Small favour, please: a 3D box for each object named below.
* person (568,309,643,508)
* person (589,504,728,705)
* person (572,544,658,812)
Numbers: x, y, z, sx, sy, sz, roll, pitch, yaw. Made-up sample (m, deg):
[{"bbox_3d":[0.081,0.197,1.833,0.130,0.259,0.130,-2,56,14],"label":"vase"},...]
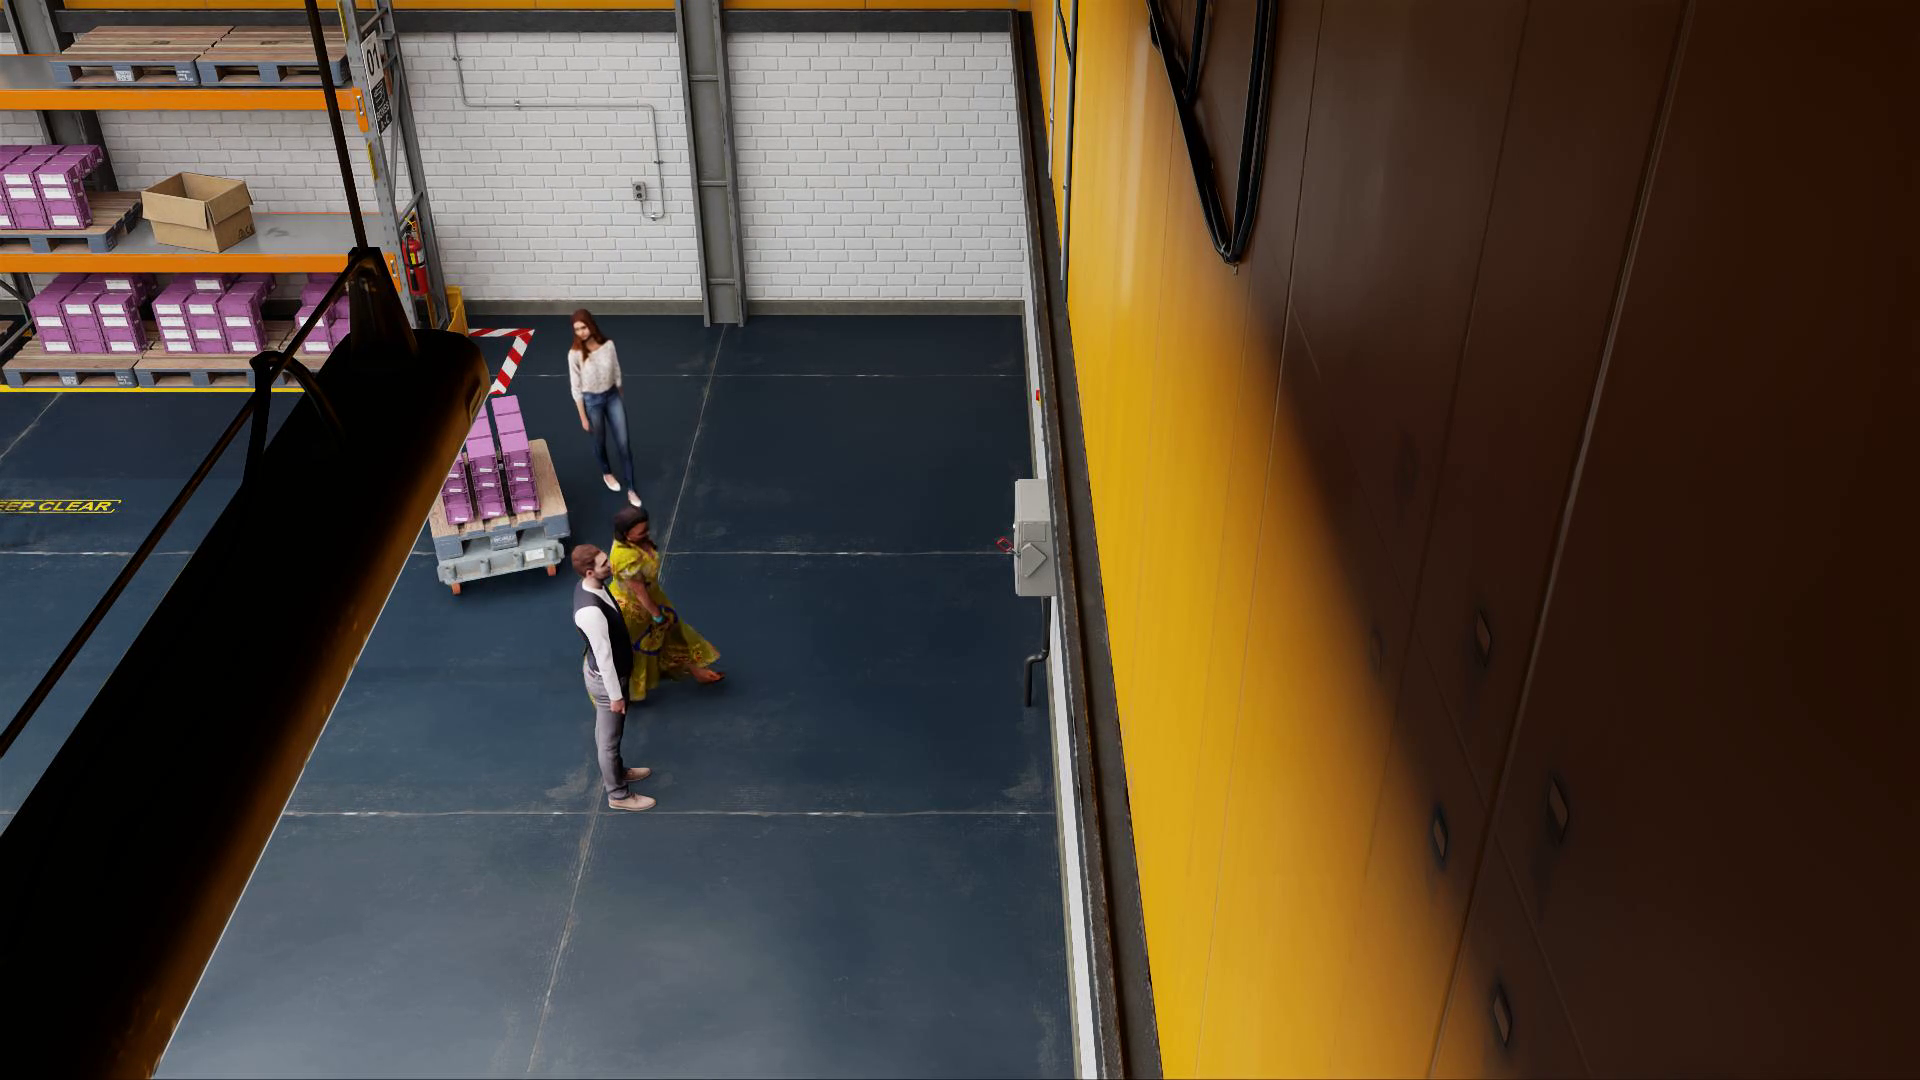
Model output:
[{"bbox_3d":[-2.958,-1.134,13.553,0.963,1.701,0.917,-17,37,-24],"label":"person"},{"bbox_3d":[-2.271,0.483,11.200,1.177,1.612,0.821,-2,34,-3],"label":"person"},{"bbox_3d":[-2.209,0.835,10.376,0.645,1.938,0.705,-7,34,-11],"label":"person"}]
